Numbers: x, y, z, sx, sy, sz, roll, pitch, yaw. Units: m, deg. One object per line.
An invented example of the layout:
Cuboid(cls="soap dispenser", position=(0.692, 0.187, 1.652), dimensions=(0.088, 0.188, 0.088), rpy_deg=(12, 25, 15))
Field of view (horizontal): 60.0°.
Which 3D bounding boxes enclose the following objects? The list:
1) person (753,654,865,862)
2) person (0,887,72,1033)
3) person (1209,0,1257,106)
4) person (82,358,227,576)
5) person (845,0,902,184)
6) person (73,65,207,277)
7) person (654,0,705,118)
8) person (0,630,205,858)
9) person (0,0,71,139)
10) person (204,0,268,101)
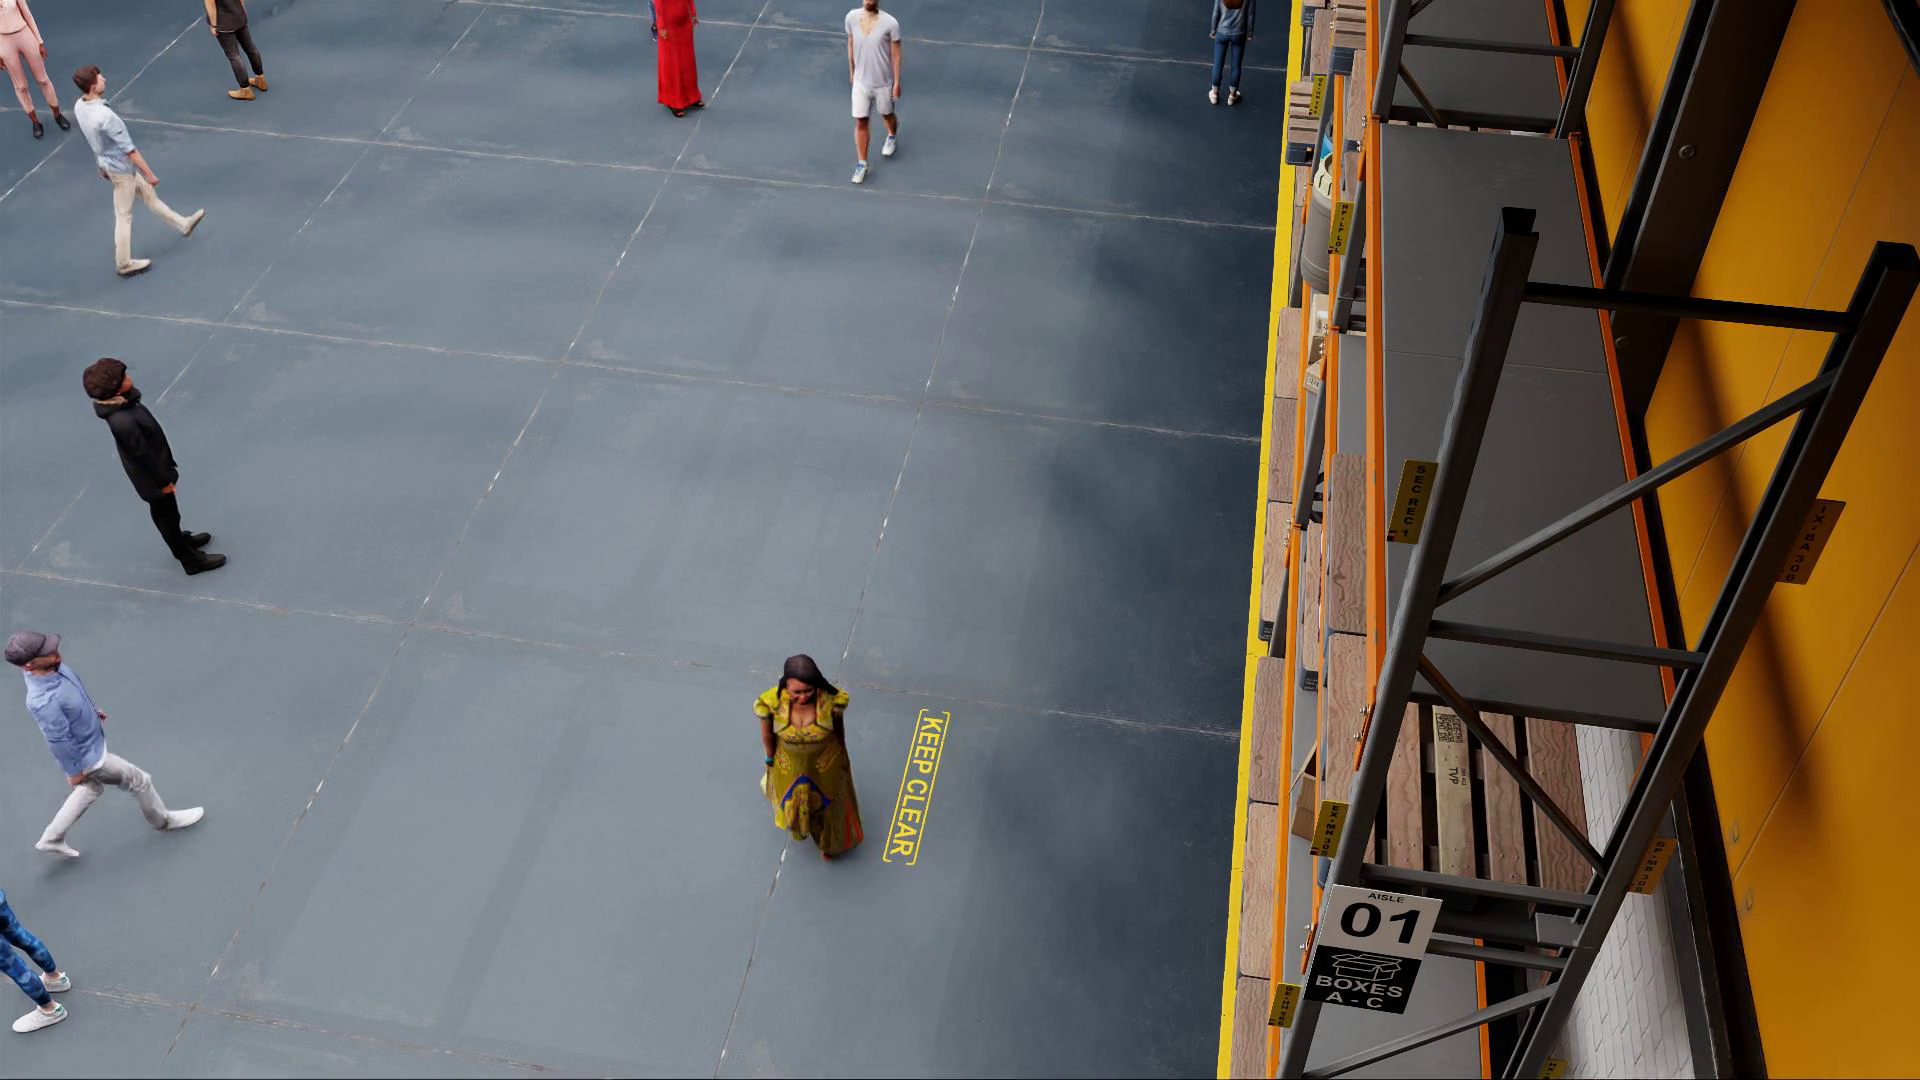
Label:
Cuboid(cls="person", position=(-0.892, 1.188, 9.633), dimensions=(0.920, 1.645, 1.030), rpy_deg=(-9, 44, -9))
Cuboid(cls="person", position=(-5.110, 1.969, 8.710), dimensions=(0.717, 1.788, 0.636), rpy_deg=(-8, 44, -8))
Cuboid(cls="person", position=(2.640, -4.942, 16.182), dimensions=(0.563, 1.477, 0.497), rpy_deg=(8, 44, 8))
Cuboid(cls="person", position=(-5.515, -0.495, 11.294), dimensions=(0.798, 1.781, 0.738), rpy_deg=(-26, 49, -25))
Cuboid(cls="person", position=(-0.739, -4.286, 15.239), dimensions=(0.767, 1.827, 1.092), rpy_deg=(12, 45, 12))
Cuboid(cls="person", position=(-7.145, -3.061, 13.971), dimensions=(1.090, 1.804, 1.272), rpy_deg=(32, 52, 29))
Cuboid(cls="person", position=(-2.730, -4.956, 15.981), dimensions=(0.796, 1.784, 0.711), rpy_deg=(33, 52, 30))
Cuboid(cls="person", position=(-5.092, 1.187, 9.472), dimensions=(1.157, 1.859, 1.124), rpy_deg=(-24, 49, -23))
Cuboid(cls="person", position=(-8.901, -4.655, 15.704), dimensions=(0.691, 1.721, 0.754), rpy_deg=(-26, 49, -25))
Cuboid(cls="person", position=(-7.143, -5.140, 16.214), dimensions=(0.734, 1.719, 0.579), rpy_deg=(18, 46, 18))
